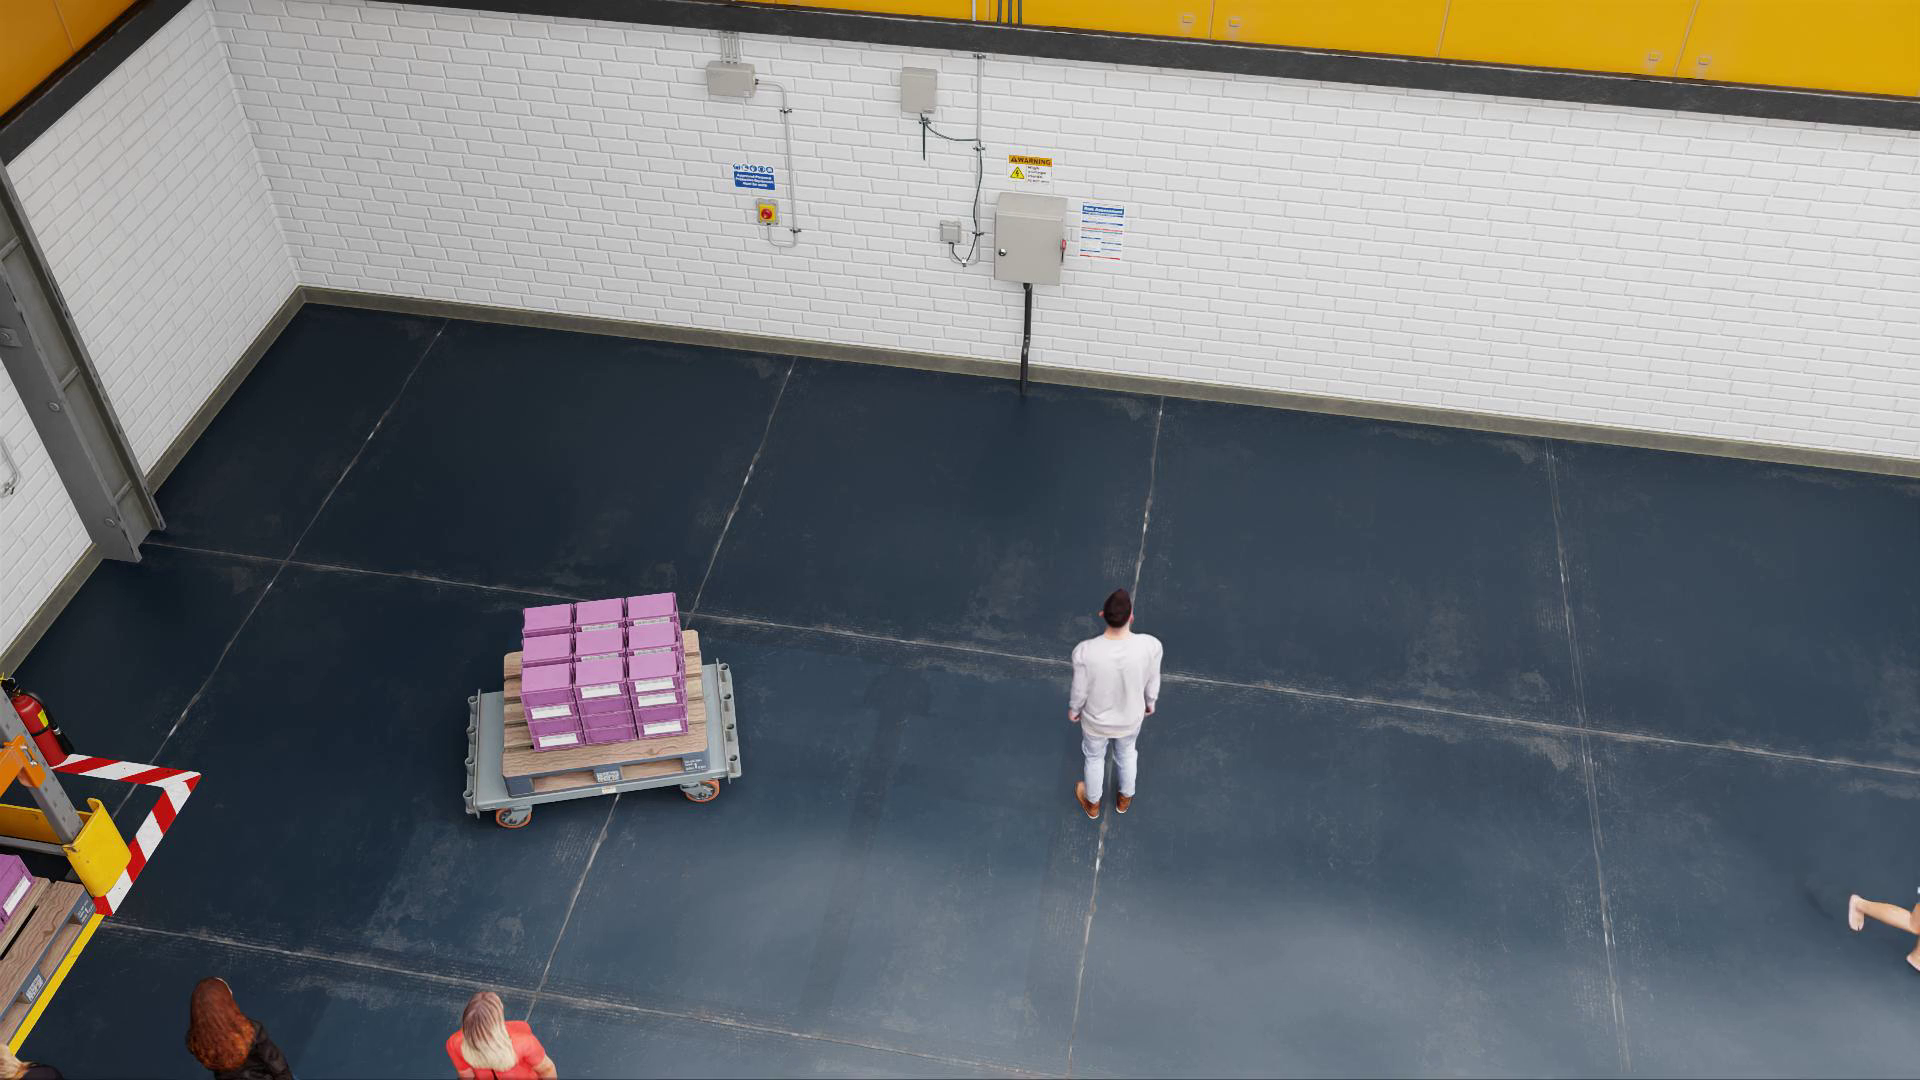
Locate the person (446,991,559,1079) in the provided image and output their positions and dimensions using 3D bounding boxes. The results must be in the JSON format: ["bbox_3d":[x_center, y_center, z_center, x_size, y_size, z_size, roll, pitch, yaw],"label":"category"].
[{"bbox_3d":[-2.144,2.674,7.985,0.637,1.693,0.592,-1,44,-2],"label":"person"}]

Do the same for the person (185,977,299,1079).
[{"bbox_3d":[-3.471,2.701,8.122,0.638,1.467,0.630,-6,44,-6],"label":"person"}]

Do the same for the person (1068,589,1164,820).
[{"bbox_3d":[0.891,0.973,9.667,0.745,1.838,0.674,-4,44,-4],"label":"person"}]
